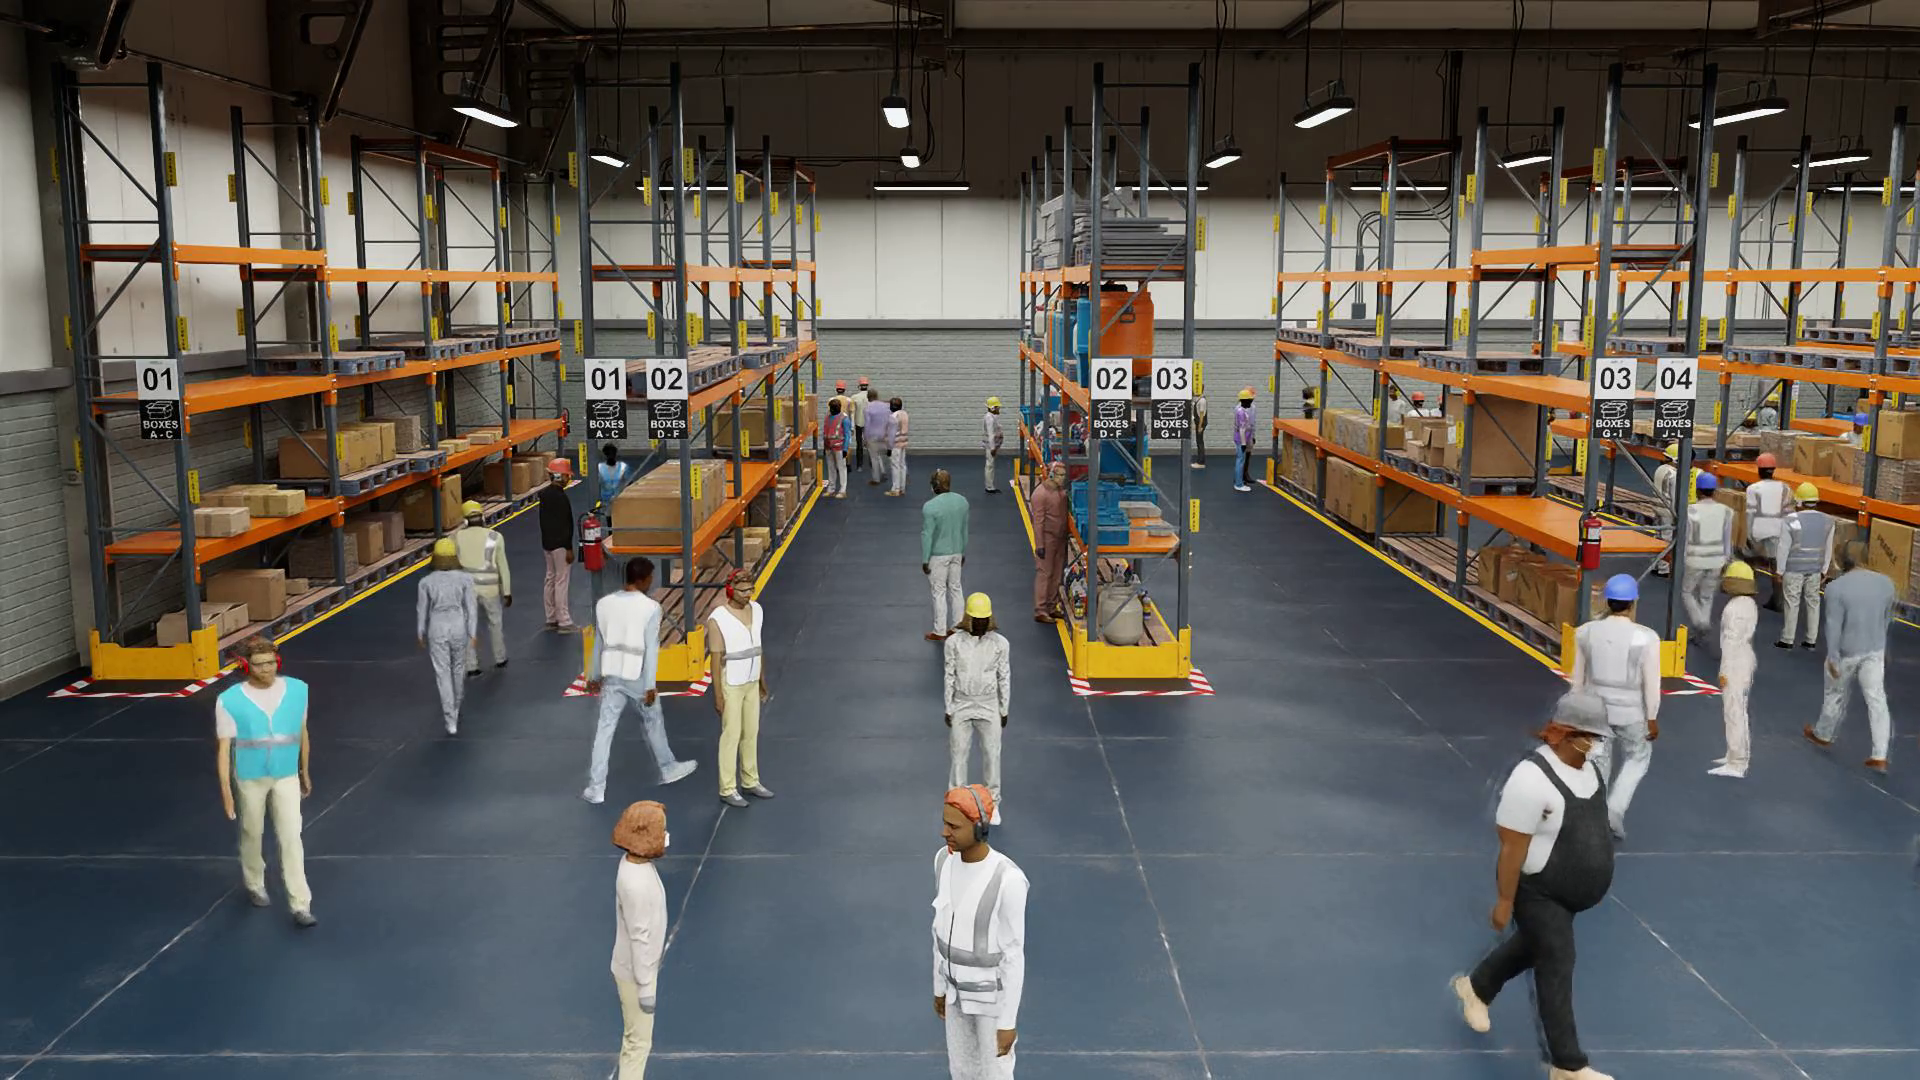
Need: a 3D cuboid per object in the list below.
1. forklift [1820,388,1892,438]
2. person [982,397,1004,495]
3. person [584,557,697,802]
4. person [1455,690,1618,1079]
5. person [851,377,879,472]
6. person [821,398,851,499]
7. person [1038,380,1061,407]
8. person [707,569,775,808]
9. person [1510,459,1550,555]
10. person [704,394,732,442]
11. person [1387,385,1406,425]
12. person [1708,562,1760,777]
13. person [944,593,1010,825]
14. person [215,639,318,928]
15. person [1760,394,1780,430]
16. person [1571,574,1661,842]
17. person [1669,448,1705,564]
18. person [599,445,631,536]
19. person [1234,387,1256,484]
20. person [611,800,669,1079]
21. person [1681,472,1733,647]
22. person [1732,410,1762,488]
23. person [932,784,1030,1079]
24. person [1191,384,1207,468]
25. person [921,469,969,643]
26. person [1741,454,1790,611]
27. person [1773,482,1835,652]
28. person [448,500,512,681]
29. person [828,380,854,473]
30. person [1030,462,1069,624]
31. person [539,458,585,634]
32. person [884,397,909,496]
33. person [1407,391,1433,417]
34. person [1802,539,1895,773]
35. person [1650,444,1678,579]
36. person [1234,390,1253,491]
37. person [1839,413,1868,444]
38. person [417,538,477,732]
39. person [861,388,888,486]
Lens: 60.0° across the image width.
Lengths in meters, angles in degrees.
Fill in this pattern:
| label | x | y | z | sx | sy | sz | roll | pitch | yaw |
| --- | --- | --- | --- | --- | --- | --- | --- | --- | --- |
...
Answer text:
| label | x | y | z | sx | sy | sz | roll | pitch | yaw |
| --- | --- | --- | --- | --- | --- | --- | --- | --- | --- |
| forklift | 20.072 | -3.110 | 36.462 | 1.873 | 2.768 | 1.129 | 0 | 9 | 0 |
| person | 0.616 | -1.769 | 31.182 | 0.403 | 1.835 | 0.588 | 0 | 9 | -2 |
| person | -2.574 | 1.056 | 12.961 | 0.674 | 1.852 | 0.892 | 3 | 9 | 20 |
| person | 2.914 | 1.663 | 8.445 | 0.716 | 2.000 | 0.964 | -8 | 12 | -42 |
| person | -1.993 | -2.425 | 34.894 | 0.611 | 1.995 | 0.377 | -1 | 9 | -8 |
| person | -2.297 | -1.685 | 30.626 | 0.627 | 1.844 | 0.429 | 7 | 11 | 39 |
| person | 2.065 | -2.722 | 36.653 | 0.675 | 2.000 | 0.537 | 1 | 9 | 4 |
| person | -1.695 | 1.115 | 12.660 | 0.406 | 1.831 | 0.574 | 5 | 10 | 31 |
| person | 8.346 | -0.789 | 24.412 | 0.640 | 1.986 | 1.053 | 0 | 9 | -2 |
| person | -4.605 | -2.063 | 32.791 | 0.716 | 1.927 | 1.016 | 3 | 9 | 18 |
| person | 8.963 | -2.270 | 34.337 | 0.340 | 1.867 | 0.518 | -6 | 11 | -33 |
| person | 6.295 | 1.050 | 13.482 | 0.382 | 1.709 | 0.541 | 8 | 12 | 43 |
| person | 0.126 | 1.236 | 12.180 | 0.487 | 1.738 | 0.320 | 0 | 9 | 1 |
| person | -4.306 | 1.491 | 10.339 | 0.587 | 1.794 | 0.972 | -7 | 11 | -37 |
| person | 16.343 | -2.091 | 33.587 | 0.325 | 1.732 | 0.489 | -1 | 9 | -4 |
| person | 4.632 | 1.199 | 11.756 | 0.630 | 1.936 | 0.430 | 8 | 12 | 42 |
| person | 10.117 | -0.467 | 23.238 | 0.539 | 1.698 | 0.318 | 5 | 10 | 30 |
| person | -5.044 | -0.575 | 24.135 | 0.546 | 1.631 | 0.835 | -1 | 9 | -6 |
| person | 5.641 | -2.053 | 32.730 | 0.545 | 1.929 | 0.392 | -7 | 11 | -39 |
| person | -1.464 | 1.991 | 7.678 | 0.280 | 1.625 | 0.493 | -1 | 9 | -7 |
| person | 8.061 | 0.233 | 18.002 | 0.620 | 1.934 | 0.558 | 0 | 9 | -2 |
| person | 13.762 | -1.400 | 29.098 | 0.487 | 1.746 | 0.290 | 3 | 9 | 17 |
| person | 0.070 | 1.954 | 7.109 | 0.357 | 1.879 | 0.574 | -7 | 11 | -37 |
| person | 5.114 | -2.443 | 35.526 | 0.337 | 1.838 | 0.508 | 1 | 9 | 6 |
| person | -0.173 | 0.177 | 18.375 | 0.635 | 1.929 | 0.378 | -8 | 12 | -41 |
| person | 9.843 | -0.118 | 20.397 | 0.547 | 1.882 | 0.992 | 1 | 9 | 3 |
| person | 9.064 | 0.294 | 17.909 | 0.595 | 1.837 | 0.404 | -1 | 9 | -3 |
| person | -4.843 | 0.491 | 16.819 | 0.665 | 1.778 | 0.820 | 0 | 9 | -1 |
| person | -2.481 | -2.362 | 34.671 | 0.551 | 1.935 | 0.371 | -1 | 9 | -7 |
| person | 1.088 | 0.023 | 19.487 | 0.401 | 1.894 | 0.654 | 6 | 11 | 33 |
| person | -4.546 | 0.065 | 18.898 | 0.391 | 1.986 | 0.608 | -7 | 11 | -38 |
| person | -1.194 | -1.737 | 30.957 | 0.429 | 1.844 | 0.627 | 4 | 10 | 23 |
| person | 8.589 | -1.826 | 31.262 | 0.545 | 1.931 | 0.380 | -3 | 9 | -18 |
| person | 7.378 | 0.927 | 13.739 | 0.651 | 1.869 | 1.058 | 0 | 9 | -2 |
| person | 9.515 | -0.382 | 22.314 | 0.404 | 1.824 | 0.586 | 0 | 9 | -1 |
| person | 5.403 | -1.900 | 31.720 | 0.360 | 1.930 | 0.589 | 1 | 9 | 8 |
| person | 14.514 | -1.130 | 26.961 | 0.606 | 1.897 | 0.971 | 3 | 9 | 21 |
| person | -4.607 | 0.826 | 14.926 | 0.501 | 1.689 | 0.892 | -4 | 10 | -23 |
| person | -1.678 | -2.011 | 32.445 | 0.428 | 1.923 | 0.658 | 7 | 11 | 38 |
